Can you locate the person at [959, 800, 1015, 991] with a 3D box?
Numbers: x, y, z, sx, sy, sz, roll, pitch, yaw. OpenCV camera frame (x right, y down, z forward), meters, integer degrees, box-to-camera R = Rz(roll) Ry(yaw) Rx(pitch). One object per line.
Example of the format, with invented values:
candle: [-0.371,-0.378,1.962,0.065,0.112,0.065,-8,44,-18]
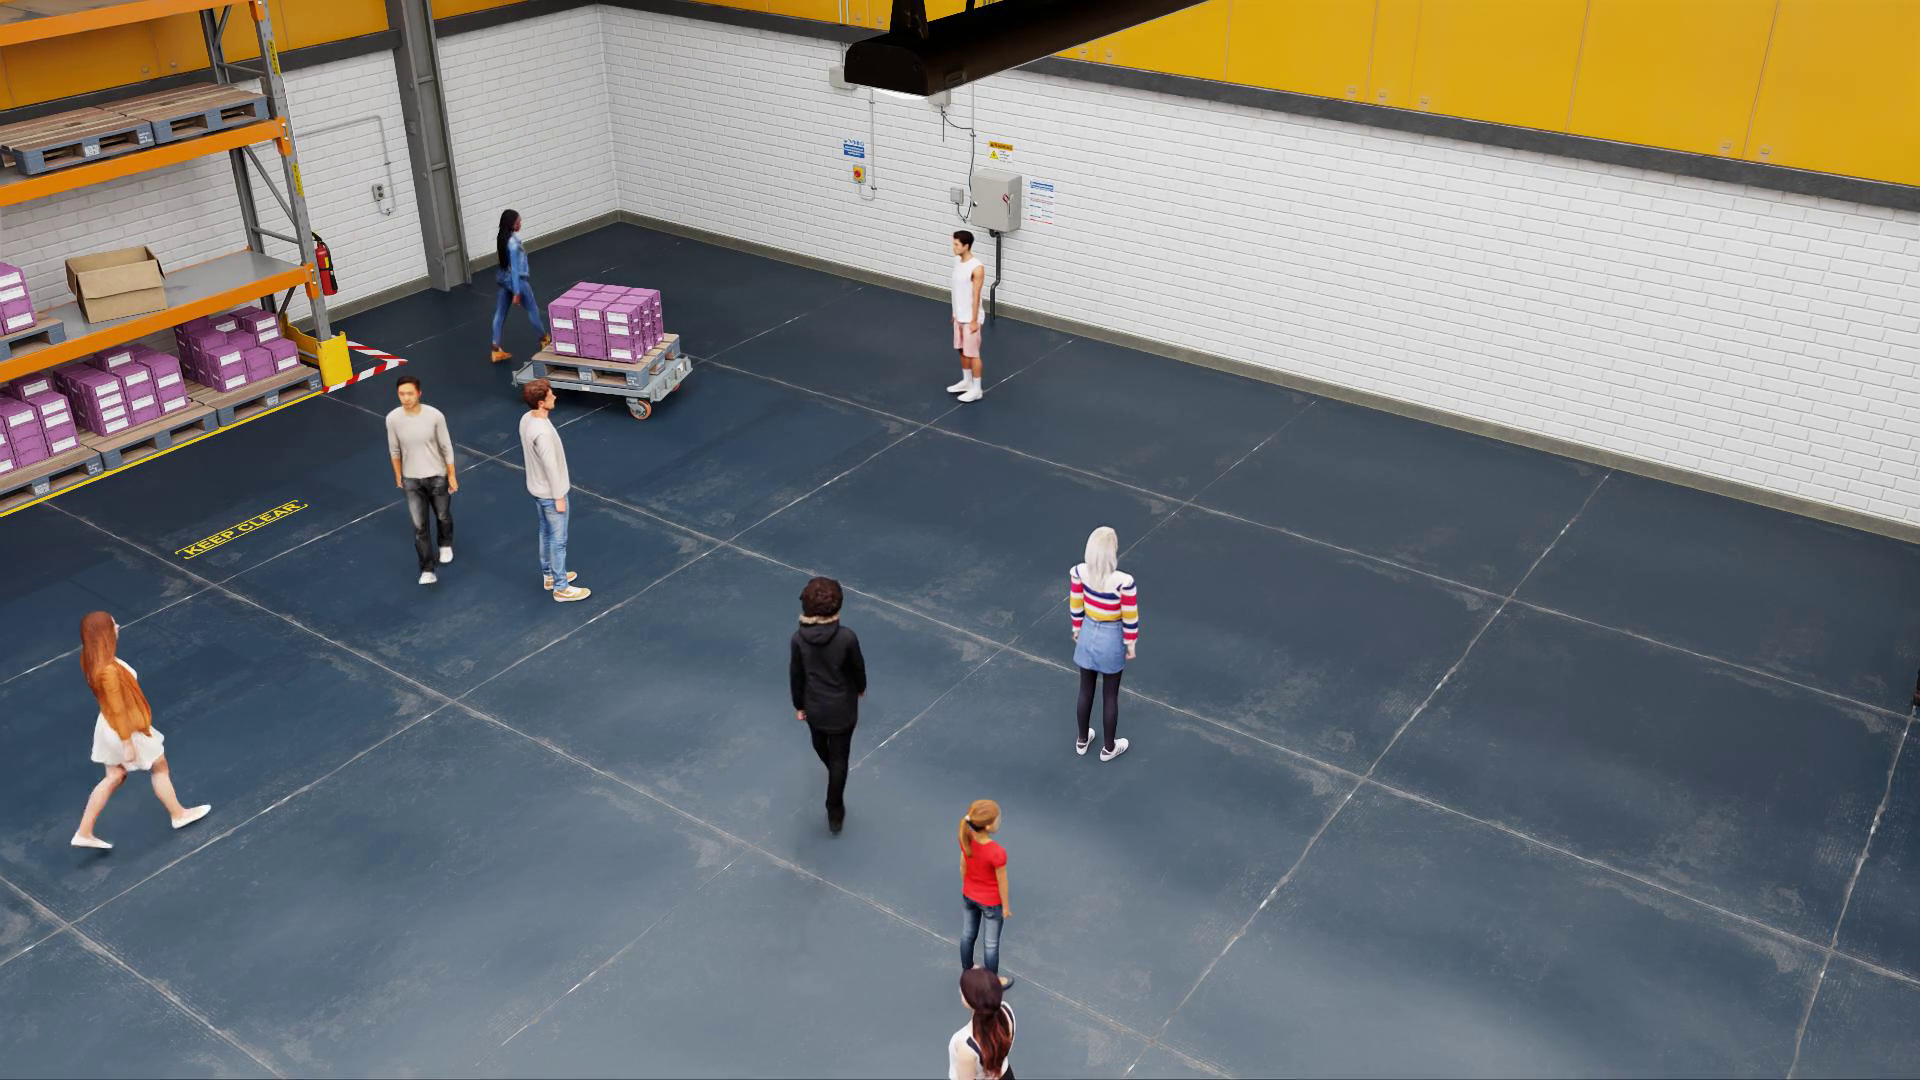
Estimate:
person: [0.129,2.039,9.504,0.484,1.310,0.481,21,35,33]

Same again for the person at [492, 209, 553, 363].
person: [-4.844,-2.674,17.765,1.181,1.672,0.916,-22,36,-35]

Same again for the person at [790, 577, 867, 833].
person: [-0.846,1.106,10.774,0.956,1.730,1.176,3,29,6]

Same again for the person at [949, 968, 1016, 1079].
person: [0.125,2.696,7.948,0.602,1.647,0.460,18,33,29]

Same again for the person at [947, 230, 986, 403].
person: [0.096,-2.299,16.967,0.732,1.780,0.735,-15,32,-25]

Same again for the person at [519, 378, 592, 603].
person: [-3.310,-0.413,13.381,0.729,1.903,0.757,-15,32,-26]

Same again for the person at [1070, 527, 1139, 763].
person: [0.971,0.703,11.431,0.669,1.809,0.541,15,32,26]

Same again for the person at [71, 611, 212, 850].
person: [-5.405,1.251,10.552,0.728,1.689,1.111,24,37,37]

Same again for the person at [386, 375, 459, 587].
person: [-4.411,-0.564,13.789,1.132,1.777,1.188,-5,29,-10]
